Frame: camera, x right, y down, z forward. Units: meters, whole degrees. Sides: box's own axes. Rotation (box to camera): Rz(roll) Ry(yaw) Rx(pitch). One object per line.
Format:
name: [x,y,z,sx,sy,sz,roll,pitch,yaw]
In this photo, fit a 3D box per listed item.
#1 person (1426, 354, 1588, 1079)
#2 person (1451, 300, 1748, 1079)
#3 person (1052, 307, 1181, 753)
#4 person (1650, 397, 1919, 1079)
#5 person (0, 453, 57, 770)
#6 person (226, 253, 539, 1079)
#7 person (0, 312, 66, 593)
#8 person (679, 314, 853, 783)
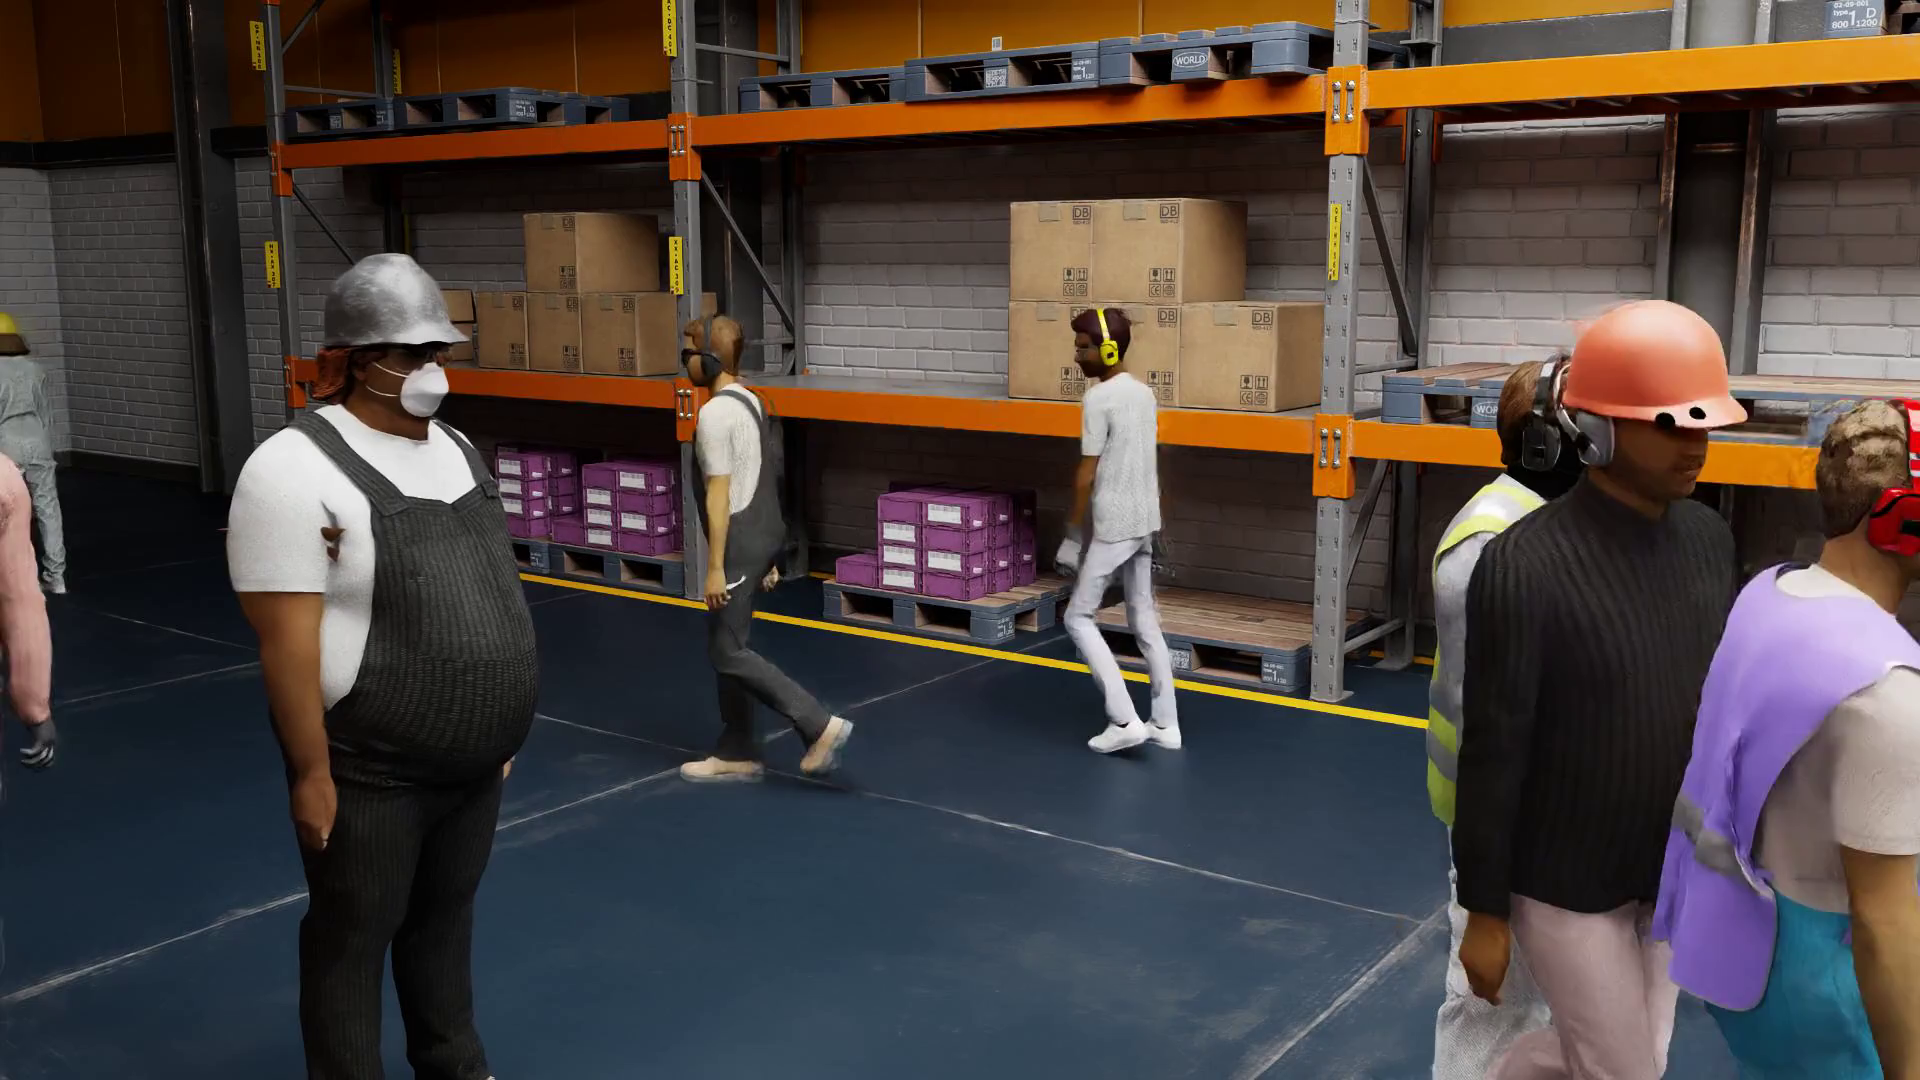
person: [1.164,0.553,3.339,0.429,1.845,0.621,6,11,32]
person: [1.099,0.551,2.990,0.642,1.962,0.816,-6,11,-31]
person: [0.658,-0.014,6.748,0.450,1.833,0.581,6,12,34]
person: [1.307,0.695,2.528,0.466,1.823,0.600,2,10,13]
person: [-2.665,0.403,4.115,0.673,1.872,0.878,-9,13,-42]
person: [-1.171,0.408,3.611,0.536,2.000,0.672,4,10,21]
person: [-5.797,-0.527,10.158,0.759,1.717,0.505,6,11,31]
person: [-0.755,0.061,6.301,0.632,1.831,0.533,1,10,7]
